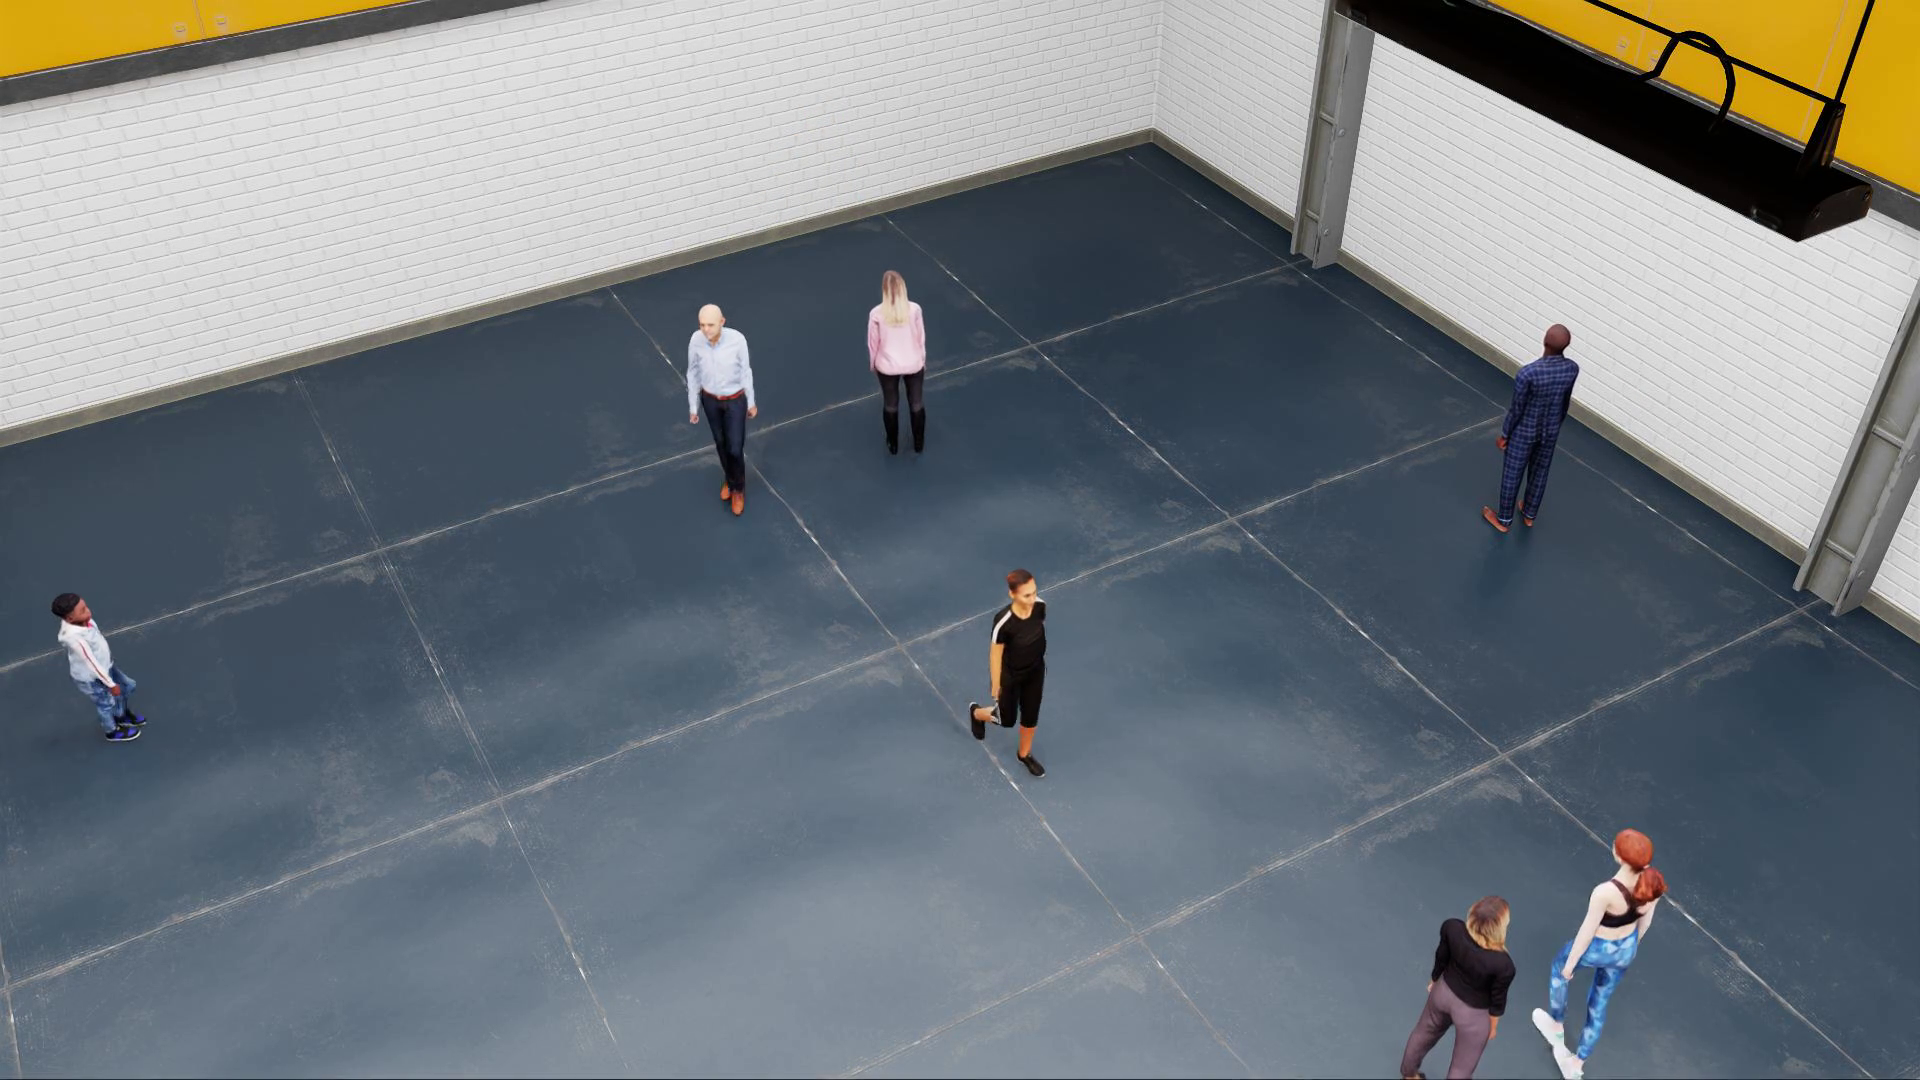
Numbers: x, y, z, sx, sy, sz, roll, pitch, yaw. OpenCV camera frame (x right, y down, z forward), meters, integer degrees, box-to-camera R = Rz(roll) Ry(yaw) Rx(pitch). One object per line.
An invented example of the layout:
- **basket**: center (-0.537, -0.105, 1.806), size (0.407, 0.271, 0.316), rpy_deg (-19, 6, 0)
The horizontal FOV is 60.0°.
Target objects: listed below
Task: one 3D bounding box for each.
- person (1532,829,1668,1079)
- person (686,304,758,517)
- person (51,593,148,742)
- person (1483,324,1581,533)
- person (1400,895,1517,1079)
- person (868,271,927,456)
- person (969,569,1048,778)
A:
- **person**: center (3.420, 2.269, 8.781), size (0.739, 1.766, 0.821), rpy_deg (-5, 39, -7)
- **person**: center (-1.826, -1.105, 12.998), size (0.859, 1.775, 0.922), rpy_deg (5, 39, 6)
- **person**: center (-5.764, 0.858, 10.963), size (0.607, 1.247, 0.536), rpy_deg (-7, 39, -9)
- **person**: center (4.375, -0.852, 12.647), size (0.725, 1.819, 0.701), rpy_deg (-9, 39, -10)
- **person**: center (2.591, 2.447, 8.638), size (0.663, 1.666, 0.511), rpy_deg (-24, 44, -27)
- **person**: center (-0.494, -1.403, 13.442), size (0.709, 1.687, 0.717), rpy_deg (-3, 39, -4)
- **person**: center (0.319, 0.810, 10.700), size (0.664, 1.651, 0.888), rpy_deg (-27, 46, -30)
